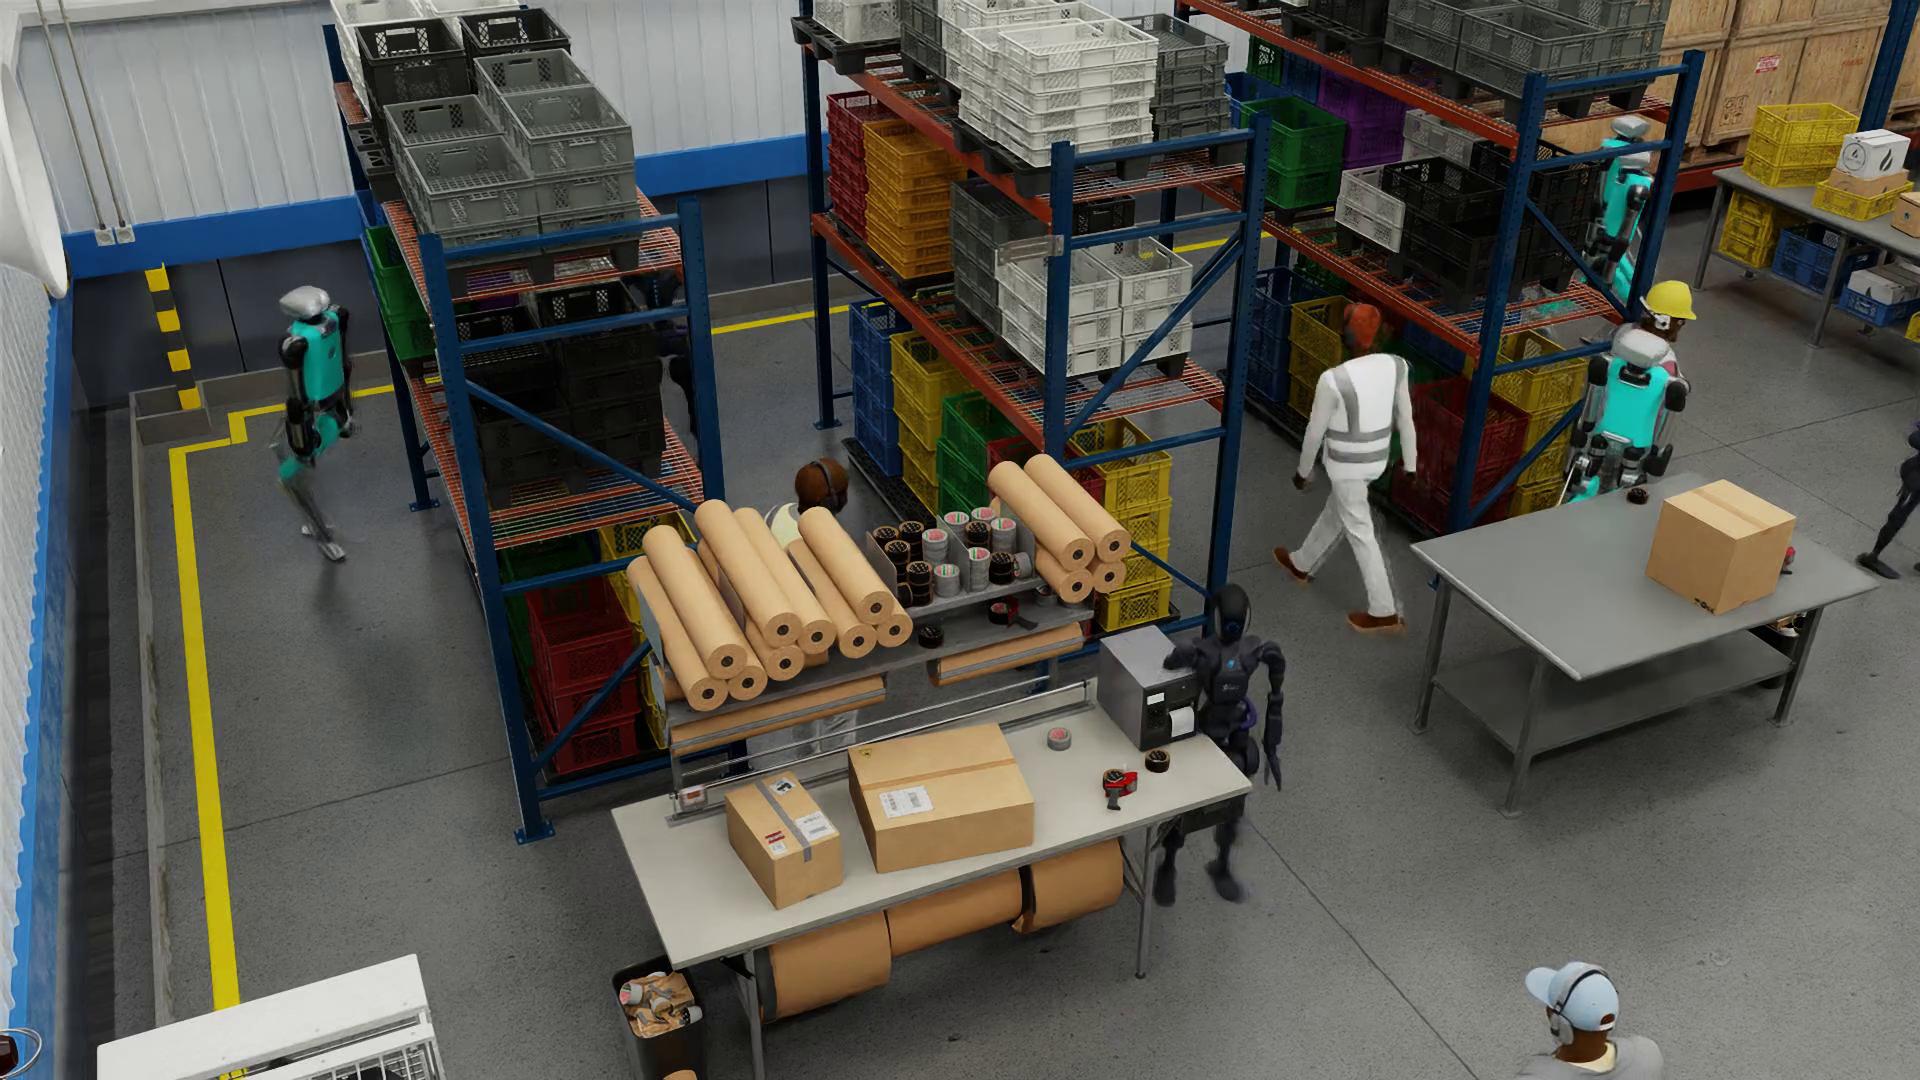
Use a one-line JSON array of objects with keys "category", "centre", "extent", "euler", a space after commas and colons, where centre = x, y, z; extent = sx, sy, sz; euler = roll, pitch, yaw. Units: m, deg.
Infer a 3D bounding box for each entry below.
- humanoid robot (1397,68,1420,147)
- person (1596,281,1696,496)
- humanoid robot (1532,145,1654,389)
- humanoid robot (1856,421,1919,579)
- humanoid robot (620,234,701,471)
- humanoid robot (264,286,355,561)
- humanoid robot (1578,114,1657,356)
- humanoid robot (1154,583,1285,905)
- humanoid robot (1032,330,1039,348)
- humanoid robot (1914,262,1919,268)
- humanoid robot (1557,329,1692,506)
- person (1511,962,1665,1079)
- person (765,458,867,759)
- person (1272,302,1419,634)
[{"category": "humanoid robot", "centre": [3.660, -3.255, 13.899], "extent": [0.315, 1.657, 0.599], "euler": [1, 32, 1]}, {"category": "person", "centre": [3.846, -0.617, 9.489], "extent": [0.404, 1.824, 0.586], "euler": [-5, 32, -8]}, {"category": "humanoid robot", "centre": [4.307, -1.869, 11.616], "extent": [0.725, 1.811, 0.549], "euler": [6, 32, 9]}, {"category": "humanoid robot", "centre": [5.568, -0.481, 9.409], "extent": [0.612, 1.641, 0.506], "euler": [-19, 36, -27]}, {"category": "humanoid robot", "centre": [-1.876, -1.180, 10.541], "extent": [0.587, 1.635, 0.395], "euler": [-4, 32, -6]}, {"category": "humanoid robot", "centre": [-3.866, -0.652, 9.652], "extent": [0.856, 1.794, 0.589], "euler": [8, 32, 12]}, {"category": "humanoid robot", "centre": [4.833, -2.155, 12.011], "extent": [0.675, 1.751, 0.548], "euler": [27, 41, 37]}, {"category": "humanoid robot", "centre": [1.104, 0.896, 7.169], "extent": [0.586, 1.656, 0.331], "euler": [-3, 32, -4]}, {"category": "humanoid robot", "centre": [0.372, -1.939, 11.732], "extent": [0.534, 1.770, 0.943], "euler": [-25, 40, -35]}, {"category": "humanoid robot", "centre": [8.015, -2.932, 13.397], "extent": [0.484, 1.644, 0.612], "euler": [-9, 33, -14]}, {"category": "humanoid robot", "centre": [3.392, -0.227, 8.888], "extent": [0.541, 1.761, 0.682], "euler": [26, 40, 36]}, {"category": "person", "centre": [1.805, 2.011, 5.197], "extent": [0.588, 1.849, 0.395], "euler": [-13, 34, -20]}, {"category": "person", "centre": [-0.616, 0.445, 7.749], "extent": [0.429, 1.840, 0.634], "euler": [-23, 39, -33]}, {"category": "person", "centre": [2.182, -0.412, 9.159], "extent": [0.593, 1.828, 1.004], "euler": [-19, 36, -27]}]
